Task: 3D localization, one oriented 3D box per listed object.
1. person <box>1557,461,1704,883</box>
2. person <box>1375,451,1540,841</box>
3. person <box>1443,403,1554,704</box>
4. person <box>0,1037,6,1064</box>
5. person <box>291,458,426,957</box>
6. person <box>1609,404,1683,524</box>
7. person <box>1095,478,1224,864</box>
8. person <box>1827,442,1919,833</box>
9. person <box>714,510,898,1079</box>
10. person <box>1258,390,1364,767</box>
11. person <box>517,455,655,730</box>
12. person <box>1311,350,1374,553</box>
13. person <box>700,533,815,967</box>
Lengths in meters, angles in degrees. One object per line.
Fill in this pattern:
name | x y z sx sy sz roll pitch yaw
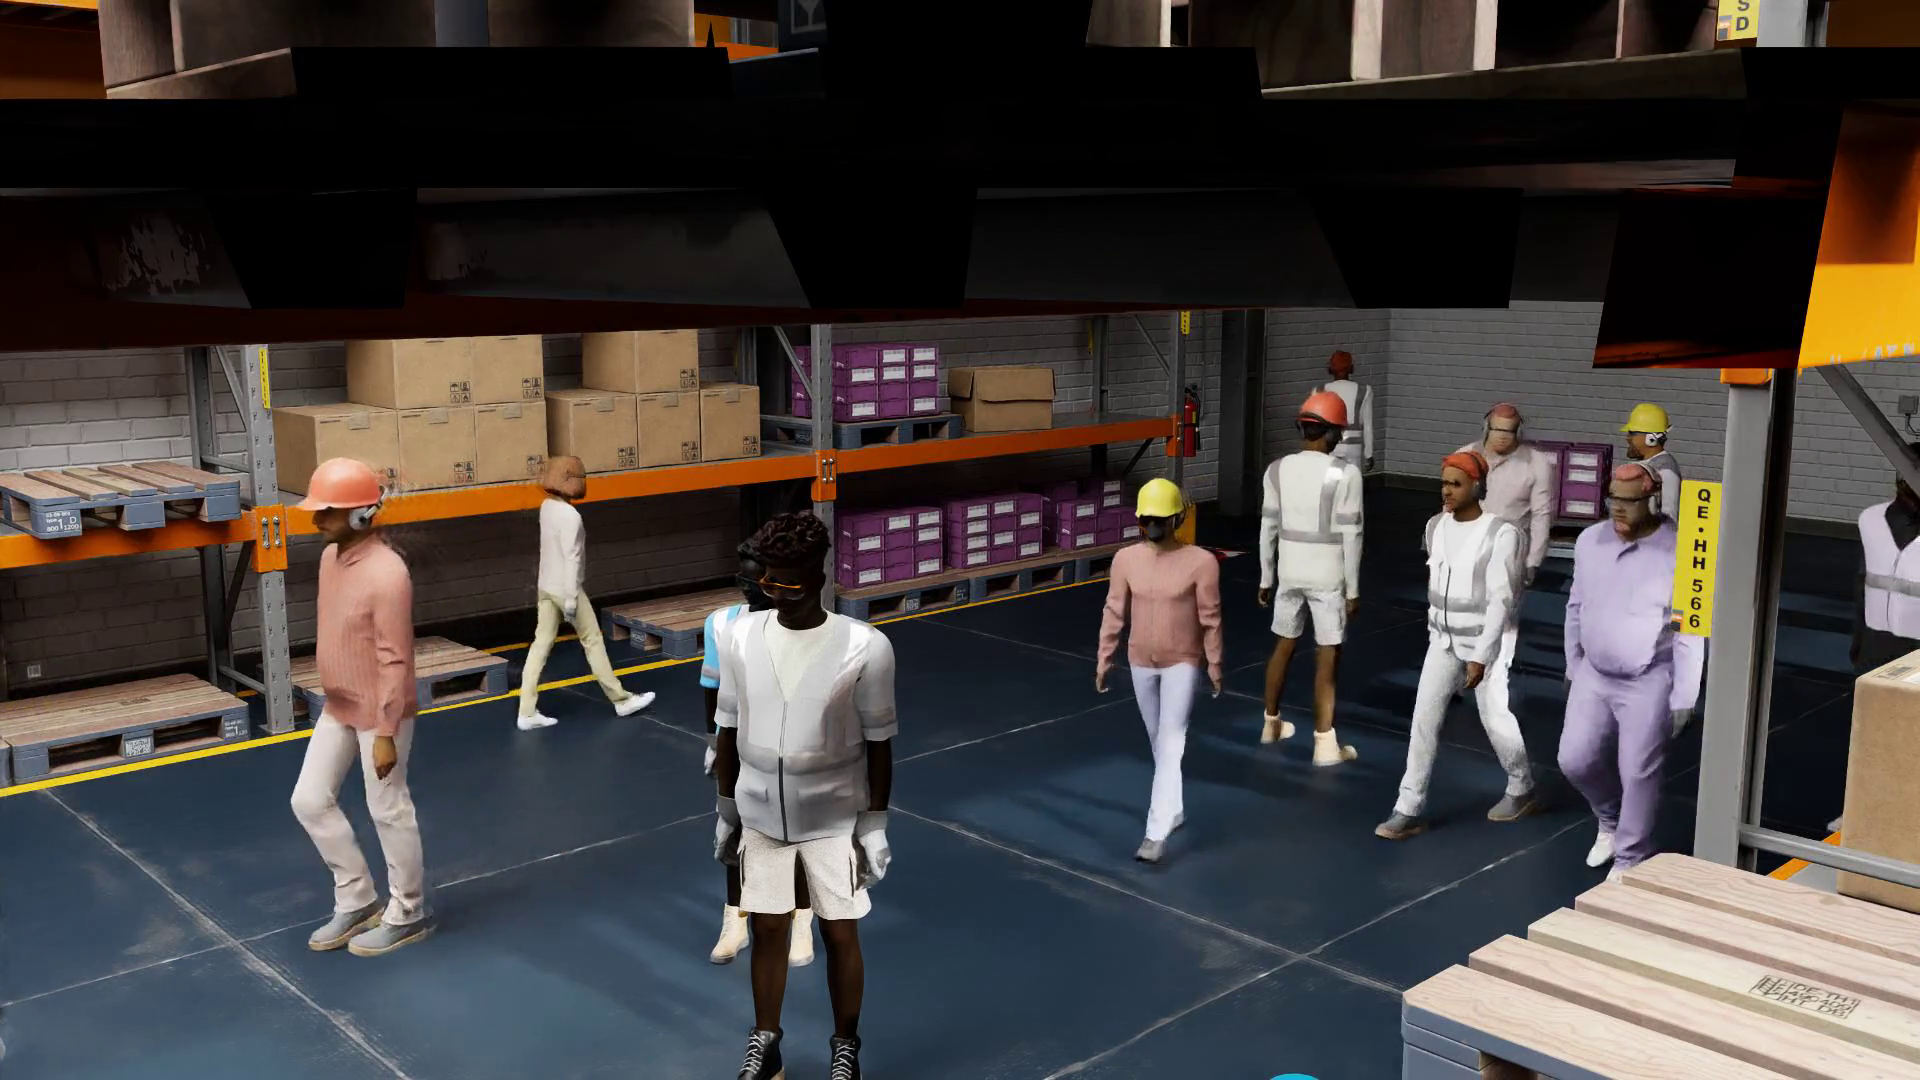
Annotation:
person | 2.837 0.599 7.082 0.427 1.888 0.675 -7 12 -37
person | 2.432 0.491 7.880 0.965 1.845 0.578 -6 12 -33
person | 3.256 0.086 10.204 0.671 1.842 0.990 5 11 27
person | -2.604 1.159 3.893 0.565 1.849 0.603 3 10 18
person | -2.347 0.668 6.405 0.655 1.975 0.567 9 13 43
person | 4.246 0.066 10.361 0.404 1.830 0.599 1 10 5
person | 0.870 0.589 7.569 0.553 1.726 0.841 6 11 31
person | 4.584 0.457 7.957 0.867 1.885 0.593 -6 11 -31
person | -0.504 0.872 5.274 0.602 1.958 0.381 2 10 14
person | 1.935 0.191 9.108 0.413 2.037 0.630 -9 13 -43
person | -2.241 0.297 9.706 0.836 1.589 0.519 -7 12 -37
person | 3.520 -0.815 15.376 0.607 1.877 0.397 3 10 17
person | -0.741 0.806 6.422 0.533 1.698 0.322 1 10 8
